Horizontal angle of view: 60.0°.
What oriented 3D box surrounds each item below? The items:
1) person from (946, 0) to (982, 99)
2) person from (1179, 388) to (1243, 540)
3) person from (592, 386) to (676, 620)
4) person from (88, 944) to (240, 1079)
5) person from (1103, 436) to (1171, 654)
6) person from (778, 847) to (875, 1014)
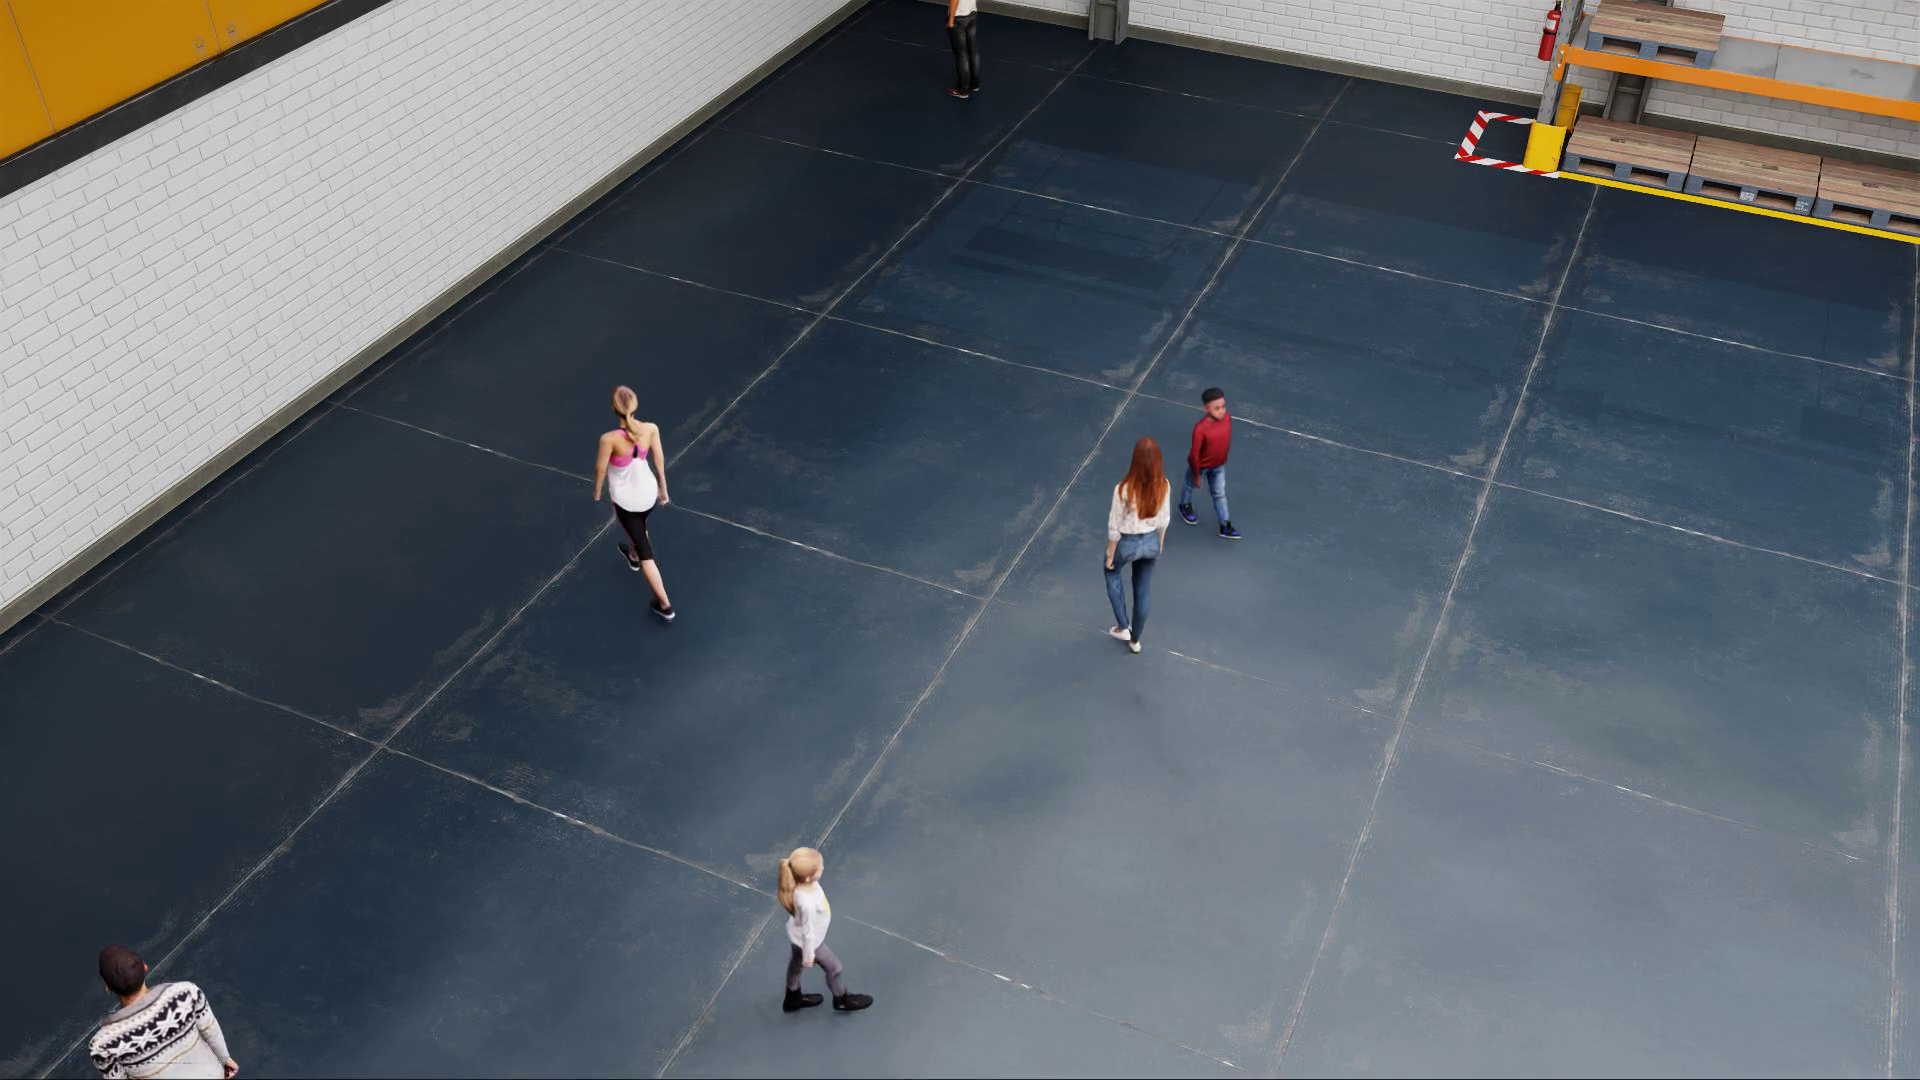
[{"bbox_3d":[0.039,-5.811,18.388,0.610,1.801,0.688,26,45,29],"label":"person"},{"bbox_3d":[1.789,-0.612,12.337,0.803,1.229,0.921,-19,42,-22],"label":"person"},{"bbox_3d":[-2.204,-0.218,11.435,0.930,1.739,1.194,-27,46,-29],"label":"person"},{"bbox_3d":[-3.640,2.603,7.827,1.066,1.832,0.877,32,48,33],"label":"person"},{"bbox_3d":[1.192,0.089,11.065,0.685,1.719,0.762,-8,39,-9],"label":"person"},{"bbox_3d":[-0.876,2.124,8.884,0.816,1.263,0.745,-10,40,-13],"label":"person"}]
